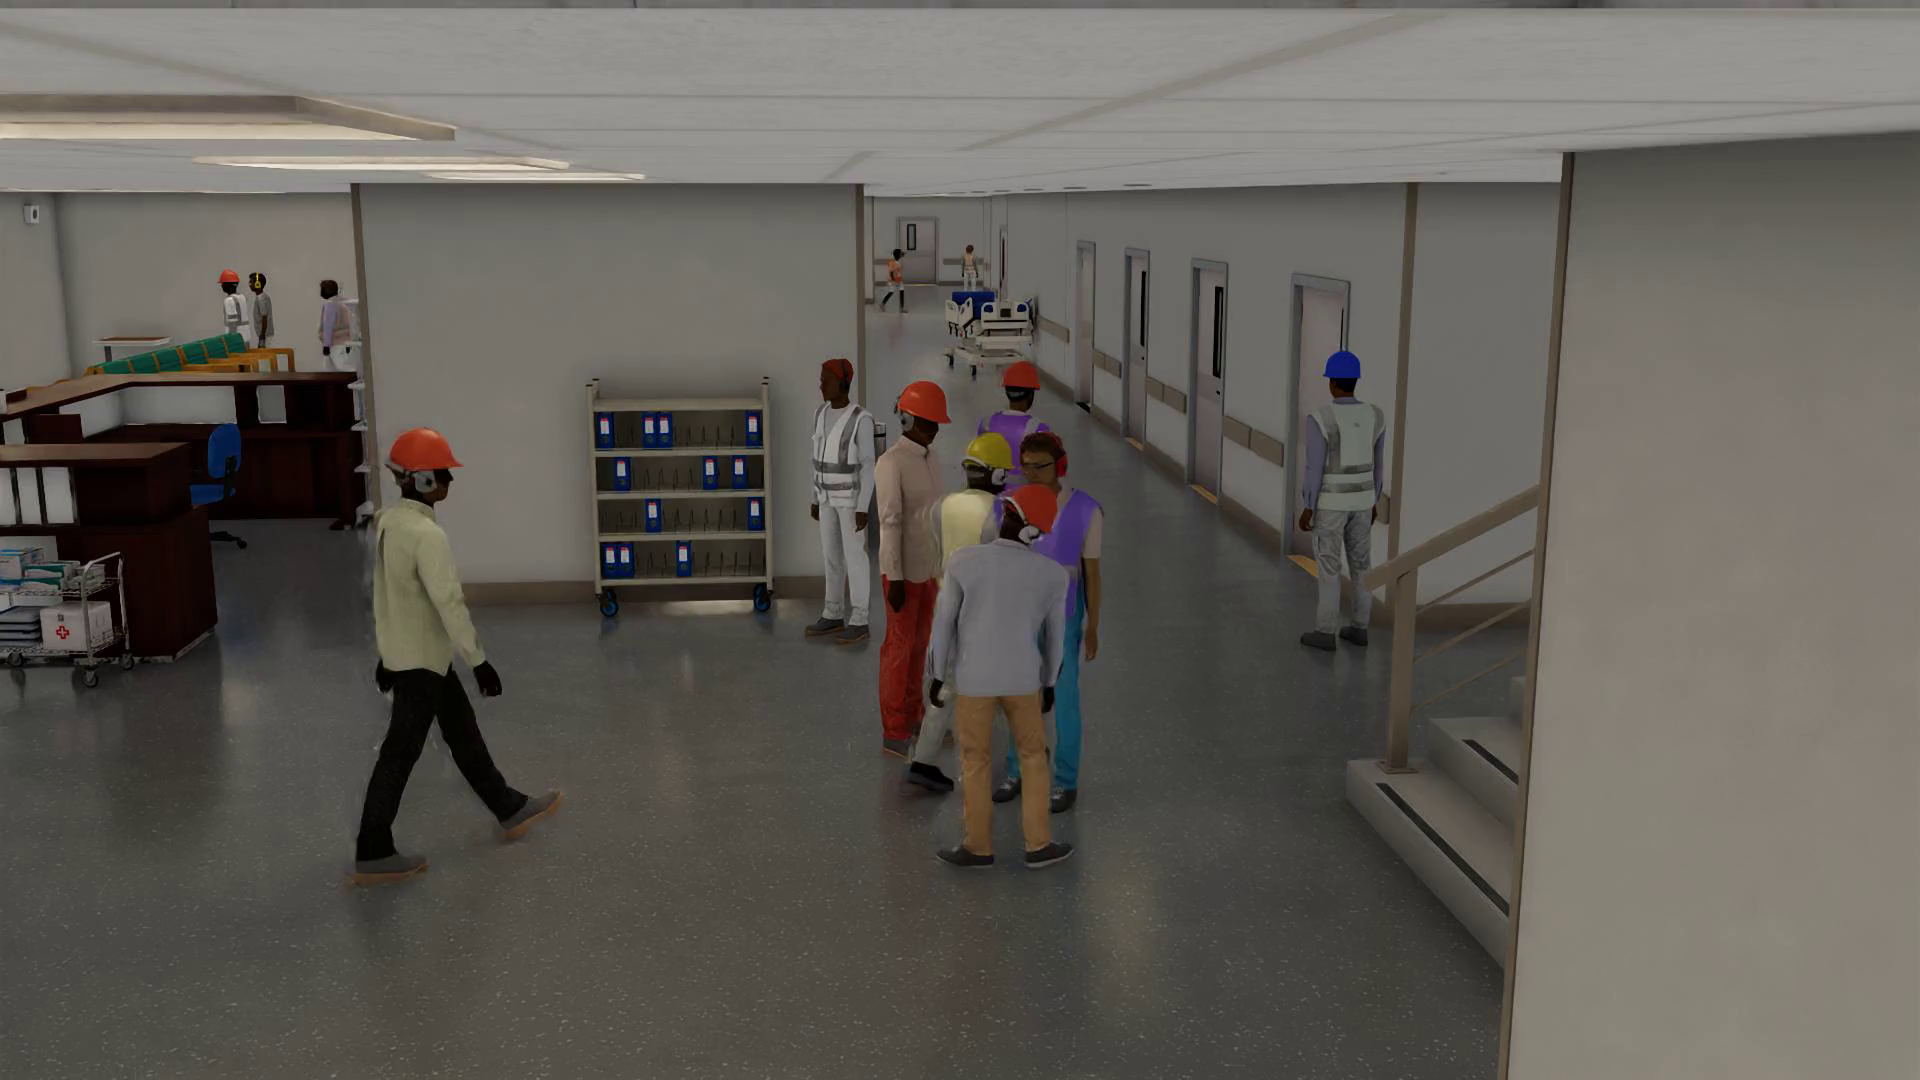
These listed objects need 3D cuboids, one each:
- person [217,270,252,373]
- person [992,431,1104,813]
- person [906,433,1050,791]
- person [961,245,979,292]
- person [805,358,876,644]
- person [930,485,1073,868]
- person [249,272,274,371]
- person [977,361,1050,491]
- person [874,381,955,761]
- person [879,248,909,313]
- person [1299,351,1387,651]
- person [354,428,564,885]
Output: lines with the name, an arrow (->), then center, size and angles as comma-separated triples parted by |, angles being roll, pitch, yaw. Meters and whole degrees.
person -> -10.211, -2.829, 23.442 | 0.379, 1.938, 0.547 | 0, 12, -2
person -> 0.415, 0.381, 8.013 | 0.567, 1.835, 0.402 | 6, 13, 27
person -> 0.072, 0.359, 8.280 | 0.598, 1.780, 0.950 | 9, 15, 38
person -> 0.284, -7.602, 47.494 | 0.514, 1.641, 0.307 | 3, 12, 14
person -> -0.796, -0.259, 11.013 | 0.352, 1.883, 0.579 | -11, 16, -42
person -> 0.182, 0.609, 7.234 | 0.647, 1.699, 0.352 | -3, 12, -15
person -> -10.128, -2.938, 24.142 | 0.328, 1.872, 0.514 | -4, 12, -20
person -> 0.333, -0.209, 10.788 | 0.539, 1.891, 0.979 | 6, 13, 28
person -> -0.228, 0.153, 8.747 | 0.392, 1.985, 0.610 | 4, 12, 21
person -> -1.725, -6.742, 43.212 | 0.780, 1.670, 0.535 | 9, 15, 38
person -> 2.470, -0.251, 10.816 | 0.608, 1.946, 0.406 | -5, 13, -23
person -> -2.225, 0.484, 7.225 | 1.017, 1.941, 0.621 | -6, 13, -29
